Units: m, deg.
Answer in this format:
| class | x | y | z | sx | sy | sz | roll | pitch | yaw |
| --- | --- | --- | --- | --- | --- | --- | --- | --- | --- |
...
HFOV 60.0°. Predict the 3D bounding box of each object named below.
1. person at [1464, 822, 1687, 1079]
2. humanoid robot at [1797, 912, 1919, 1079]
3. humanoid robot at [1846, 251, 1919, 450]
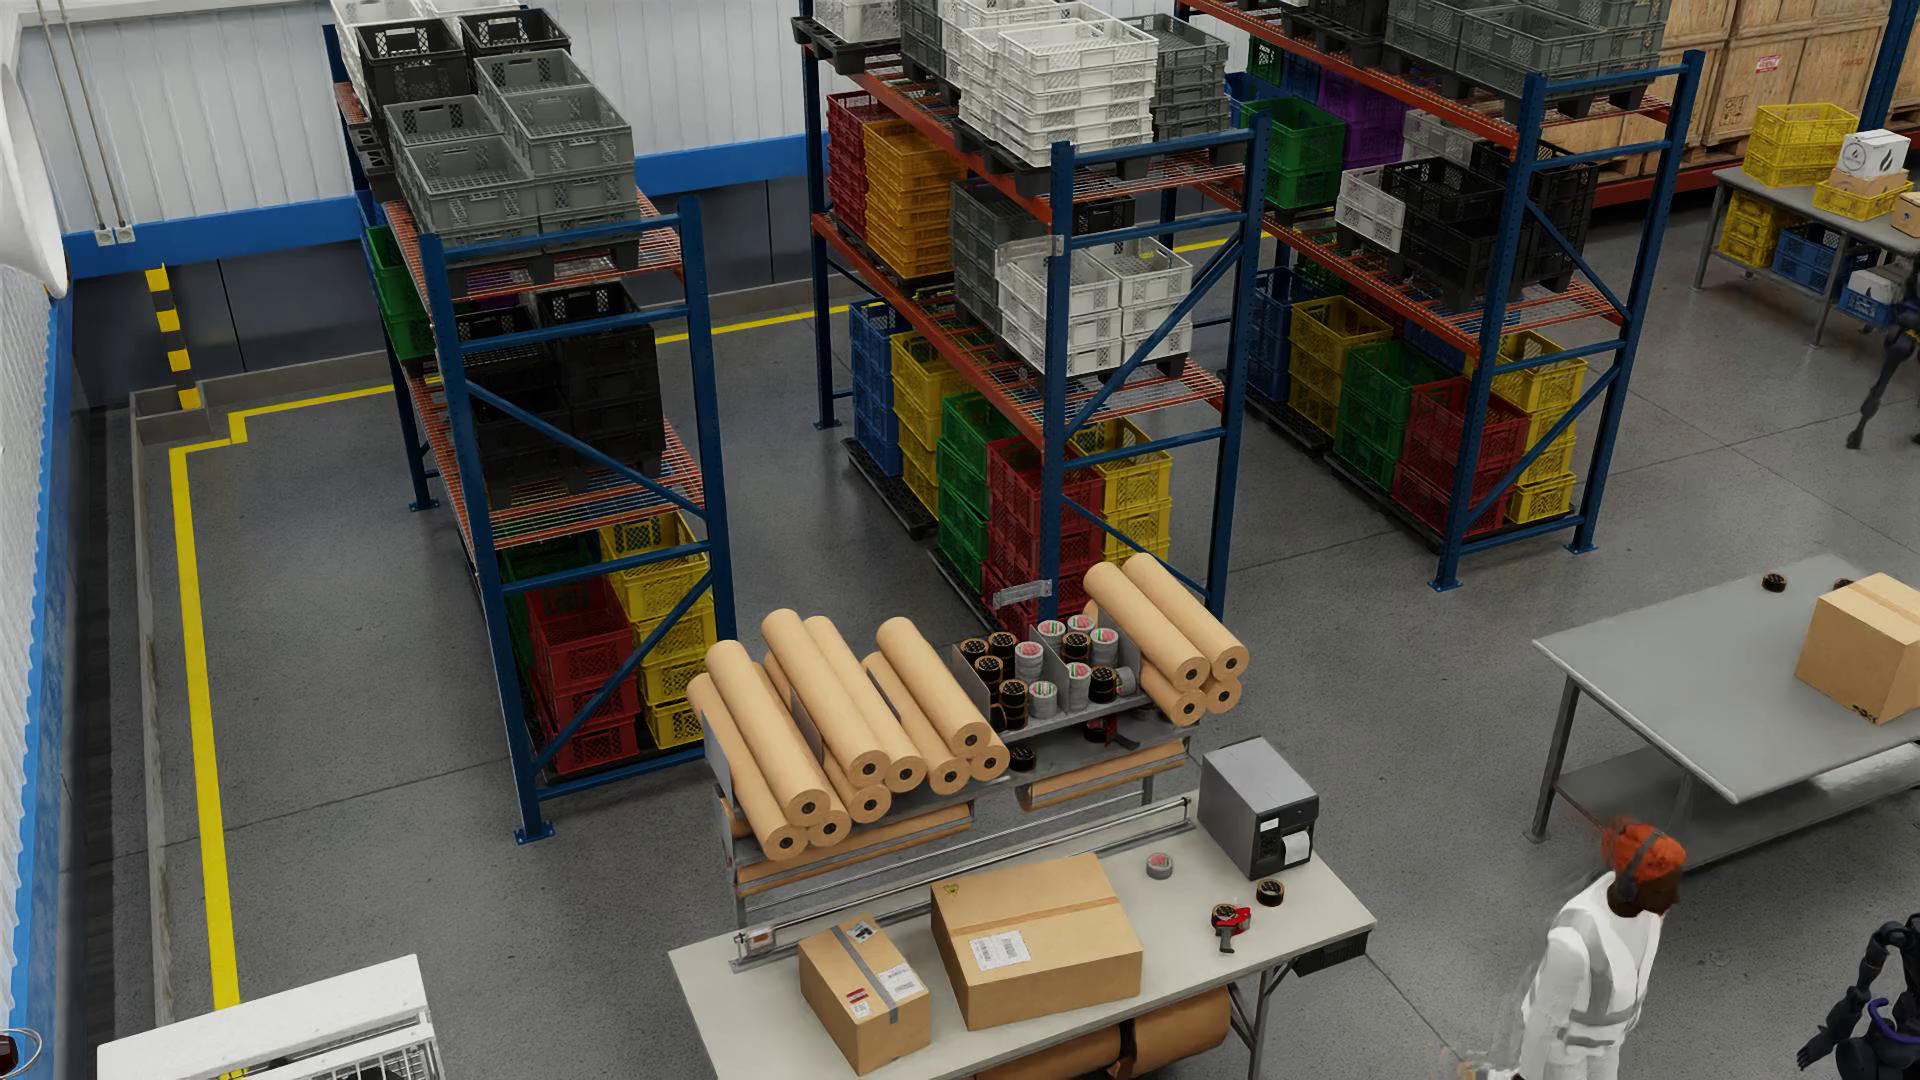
| class | x | y | z | sx | sy | sz | roll | pitch | yaw |
| --- | --- | --- | --- | --- | --- | --- | --- | --- | --- |
| person | 2.095 | 1.661 | 5.755 | 0.580 | 1.866 | 0.595 | -24 | 39 | -33 |
| humanoid robot | 3.281 | 1.747 | 5.778 | 0.610 | 1.656 | 0.315 | -1 | 32 | -1 |
| humanoid robot | 6.331 | -1.331 | 10.829 | 0.677 | 1.604 | 0.605 | -23 | 38 | -32 |
